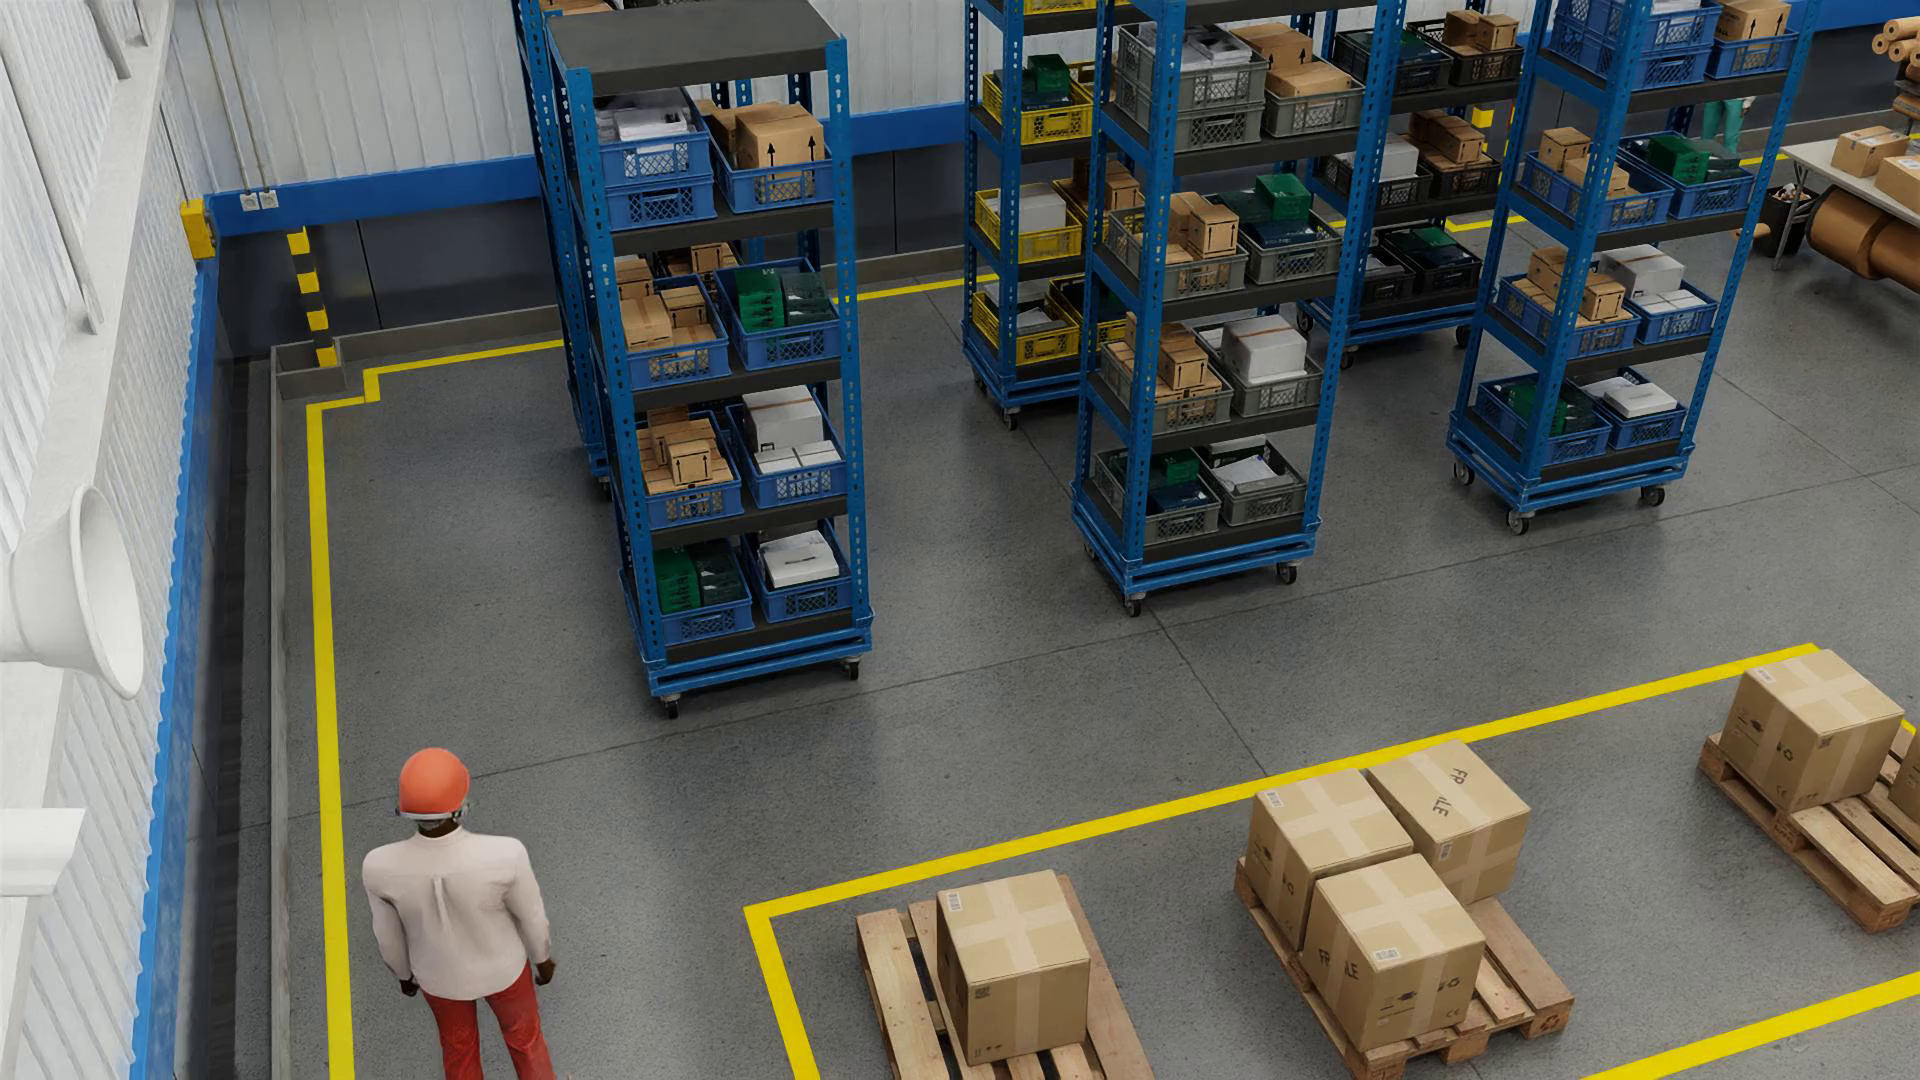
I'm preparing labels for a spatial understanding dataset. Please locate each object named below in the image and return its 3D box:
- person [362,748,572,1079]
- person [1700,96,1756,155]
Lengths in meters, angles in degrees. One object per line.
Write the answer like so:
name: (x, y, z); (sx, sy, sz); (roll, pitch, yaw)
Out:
person: (-1.852, 1.581, 6.317); (0.612, 1.993, 0.393); (-4, 35, -6)
person: (6.526, -3.790, 14.130); (0.313, 1.768, 0.524); (-18, 39, -24)
